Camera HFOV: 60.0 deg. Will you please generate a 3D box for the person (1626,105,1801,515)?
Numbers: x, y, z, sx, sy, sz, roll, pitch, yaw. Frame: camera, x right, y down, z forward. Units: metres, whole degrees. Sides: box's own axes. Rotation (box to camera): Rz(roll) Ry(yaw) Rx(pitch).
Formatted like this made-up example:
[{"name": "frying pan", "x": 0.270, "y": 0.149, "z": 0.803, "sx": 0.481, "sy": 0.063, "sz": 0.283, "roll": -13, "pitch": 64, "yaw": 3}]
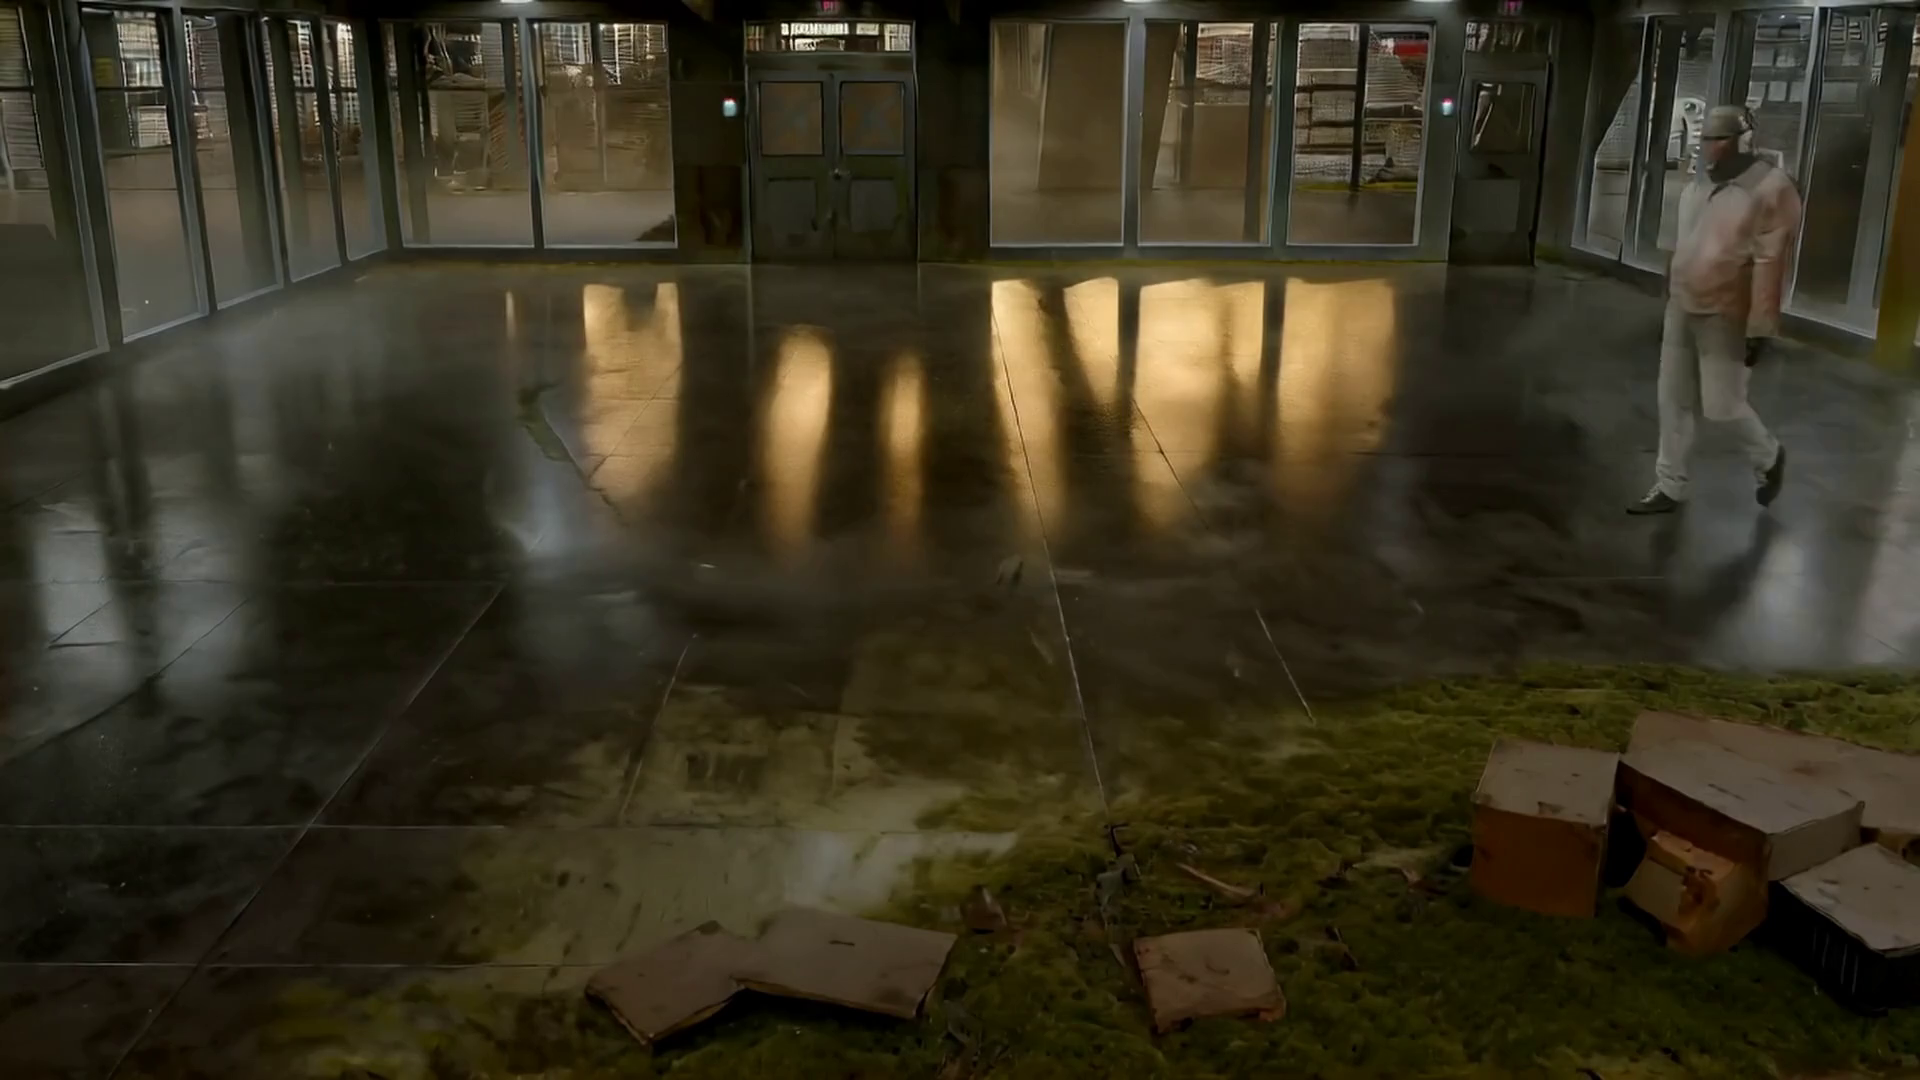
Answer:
[{"name": "person", "x": 3.512, "y": -1.026, "z": 7.632, "sx": 0.646, "sy": 1.885, "sz": 0.655, "roll": -7, "pitch": 18, "yaw": -22}]
